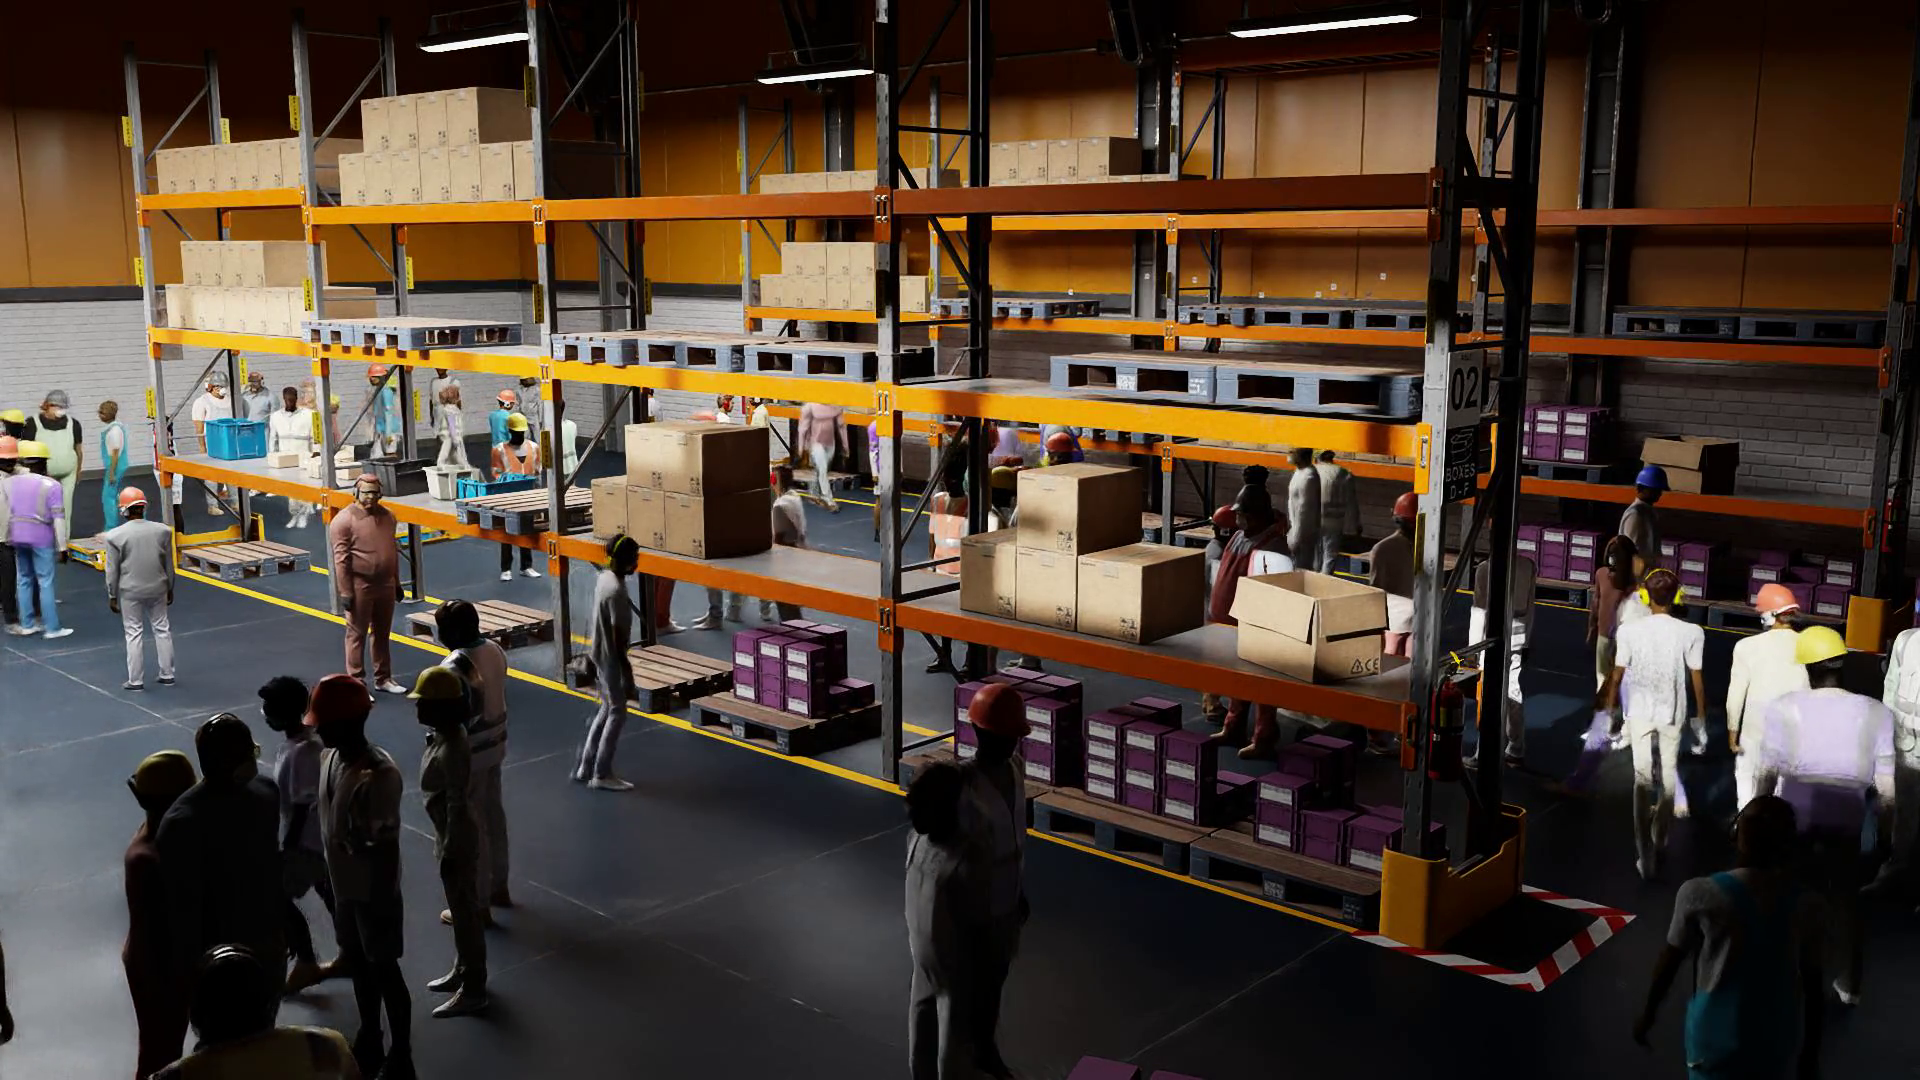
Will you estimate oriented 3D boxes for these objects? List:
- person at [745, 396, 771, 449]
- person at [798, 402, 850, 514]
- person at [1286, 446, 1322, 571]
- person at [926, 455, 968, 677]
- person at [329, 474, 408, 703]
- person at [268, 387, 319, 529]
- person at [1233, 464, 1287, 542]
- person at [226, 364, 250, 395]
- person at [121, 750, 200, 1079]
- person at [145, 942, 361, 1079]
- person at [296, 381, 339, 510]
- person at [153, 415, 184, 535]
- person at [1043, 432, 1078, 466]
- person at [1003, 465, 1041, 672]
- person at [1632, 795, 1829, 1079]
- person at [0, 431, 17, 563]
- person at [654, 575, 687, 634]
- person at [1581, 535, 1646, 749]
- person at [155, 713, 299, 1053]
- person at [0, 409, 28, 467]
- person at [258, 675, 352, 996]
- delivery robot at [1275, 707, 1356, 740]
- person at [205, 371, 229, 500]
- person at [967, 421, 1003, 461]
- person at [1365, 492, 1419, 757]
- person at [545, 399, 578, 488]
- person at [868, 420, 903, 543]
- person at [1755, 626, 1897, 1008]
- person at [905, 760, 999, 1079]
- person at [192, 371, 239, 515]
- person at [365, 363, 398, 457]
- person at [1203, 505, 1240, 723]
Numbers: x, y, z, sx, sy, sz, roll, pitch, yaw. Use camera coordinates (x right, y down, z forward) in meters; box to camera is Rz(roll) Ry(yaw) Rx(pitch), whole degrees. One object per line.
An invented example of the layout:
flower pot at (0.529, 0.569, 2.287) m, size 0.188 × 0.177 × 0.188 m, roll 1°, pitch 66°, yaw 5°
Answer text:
person at (-2.955, -1.391, 24.405) m, size 0.355 × 1.742 × 0.574 m, roll -1°, pitch 10°, yaw -8°
person at (-1.951, -1.334, 23.737) m, size 0.681 × 1.873 × 1.064 m, roll -7°, pitch 12°, yaw -35°
person at (3.281, -0.049, 16.285) m, size 0.515 × 1.925 × 0.654 m, roll 1°, pitch 10°, yaw 8°
person at (-0.038, 0.221, 14.651) m, size 0.613 × 1.965 × 0.361 m, roll 7°, pitch 12°, yaw 33°
person at (-4.900, 0.391, 13.876) m, size 0.402 × 1.904 × 0.639 m, roll 6°, pitch 12°, yaw 29°
person at (-8.942, -1.101, 22.293) m, size 0.639 × 1.901 × 0.551 m, roll -1°, pitch 10°, yaw -7°
person at (2.464, 0.336, 14.039) m, size 0.608 × 1.959 × 0.373 m, roll 6°, pitch 12°, yaw 30°
person at (-11.626, -1.923, 26.804) m, size 0.605 × 1.959 × 0.373 m, roll 0°, pitch 10°, yaw 1°
person at (-3.225, 1.712, 6.826) m, size 0.368 × 1.754 × 0.519 m, roll -2°, pitch 10°, yaw -9°
person at (-2.117, 2.029, 4.887) m, size 0.659 × 1.798 × 0.919 m, roll -8°, pitch 13°, yaw -38°
person at (-9.368, -1.403, 24.173) m, size 0.645 × 1.854 × 0.963 m, roll -2°, pitch 10°, yaw -12°
person at (-9.863, -0.719, 20.725) m, size 0.321 × 1.697 × 0.529 m, roll -6°, pitch 11°, yaw -29°
person at (0.931, -0.048, 16.090) m, size 0.393 × 1.995 × 0.612 m, roll -1°, pitch 10°, yaw -7°
person at (0.570, 0.270, 14.636) m, size 0.348 × 1.879 × 0.584 m, roll 2°, pitch 10°, yaw 10°
person at (2.798, 1.810, 6.081) m, size 0.554 × 1.817 × 0.573 m, roll 0°, pitch 10°, yaw 2°
person at (-11.396, -0.492, 19.634) m, size 0.524 × 1.632 × 0.314 m, roll 6°, pitch 12°, yaw 32°
person at (-2.916, -0.027, 16.229) m, size 0.386 × 1.904 × 0.603 m, roll -6°, pitch 12°, yaw -31°
person at (4.965, 0.762, 12.563) m, size 0.276 × 1.628 × 0.504 m, roll -4°, pitch 11°, yaw -24°
person at (-2.915, 1.638, 6.719) m, size 0.368 × 1.939 × 0.632 m, roll 2°, pitch 10°, yaw 13°
person at (-11.080, -0.572, 19.348) m, size 0.618 × 1.891 × 0.603 m, roll 10°, pitch 14°, yaw 43°
person at (-3.286, 1.481, 8.356) m, size 0.538 × 1.664 × 0.549 m, roll -4°, pitch 11°, yaw -24°
delivery robot at (2.638, 1.264, 12.479) m, size 0.477 × 0.478 × 0.707 m, roll -5°, pitch 12°, yaw -29°
person at (-11.046, -1.570, 24.891) m, size 0.368 × 1.930 × 0.632 m, roll -6°, pitch 12°, yaw -29°
person at (0.159, -0.240, 17.120) m, size 0.520 × 2.011 × 0.635 m, roll -1°, pitch 10°, yaw -5°
person at (3.293, 0.620, 12.354) m, size 0.617 × 1.984 × 0.408 m, roll -5°, pitch 11°, yaw -28°
person at (-4.948, -0.824, 20.693) m, size 0.390 × 1.920 × 0.587 m, roll 3°, pitch 10°, yaw 14°
person at (-0.912, -0.912, 21.178) m, size 0.393 × 1.927 × 0.549 m, roll 8°, pitch 13°, yaw 40°
person at (4.319, 1.377, 8.340) m, size 0.635 × 1.890 × 0.478 m, roll 4°, pitch 11°, yaw 19°
person at (0.012, 1.723, 6.571) m, size 0.627 × 1.829 × 0.516 m, roll -7°, pitch 12°, yaw -33°
person at (-10.409, -1.377, 23.477) m, size 0.535 × 2.000 × 0.680 m, roll 7°, pitch 12°, yaw 34°
person at (-8.727, -1.663, 25.157) m, size 0.445 × 2.030 × 0.621 m, roll -6°, pitch 11°, yaw -29°
person at (2.090, 0.585, 13.240) m, size 0.347 × 1.739 × 0.566 m, roll 1°, pitch 10°, yaw 6°
